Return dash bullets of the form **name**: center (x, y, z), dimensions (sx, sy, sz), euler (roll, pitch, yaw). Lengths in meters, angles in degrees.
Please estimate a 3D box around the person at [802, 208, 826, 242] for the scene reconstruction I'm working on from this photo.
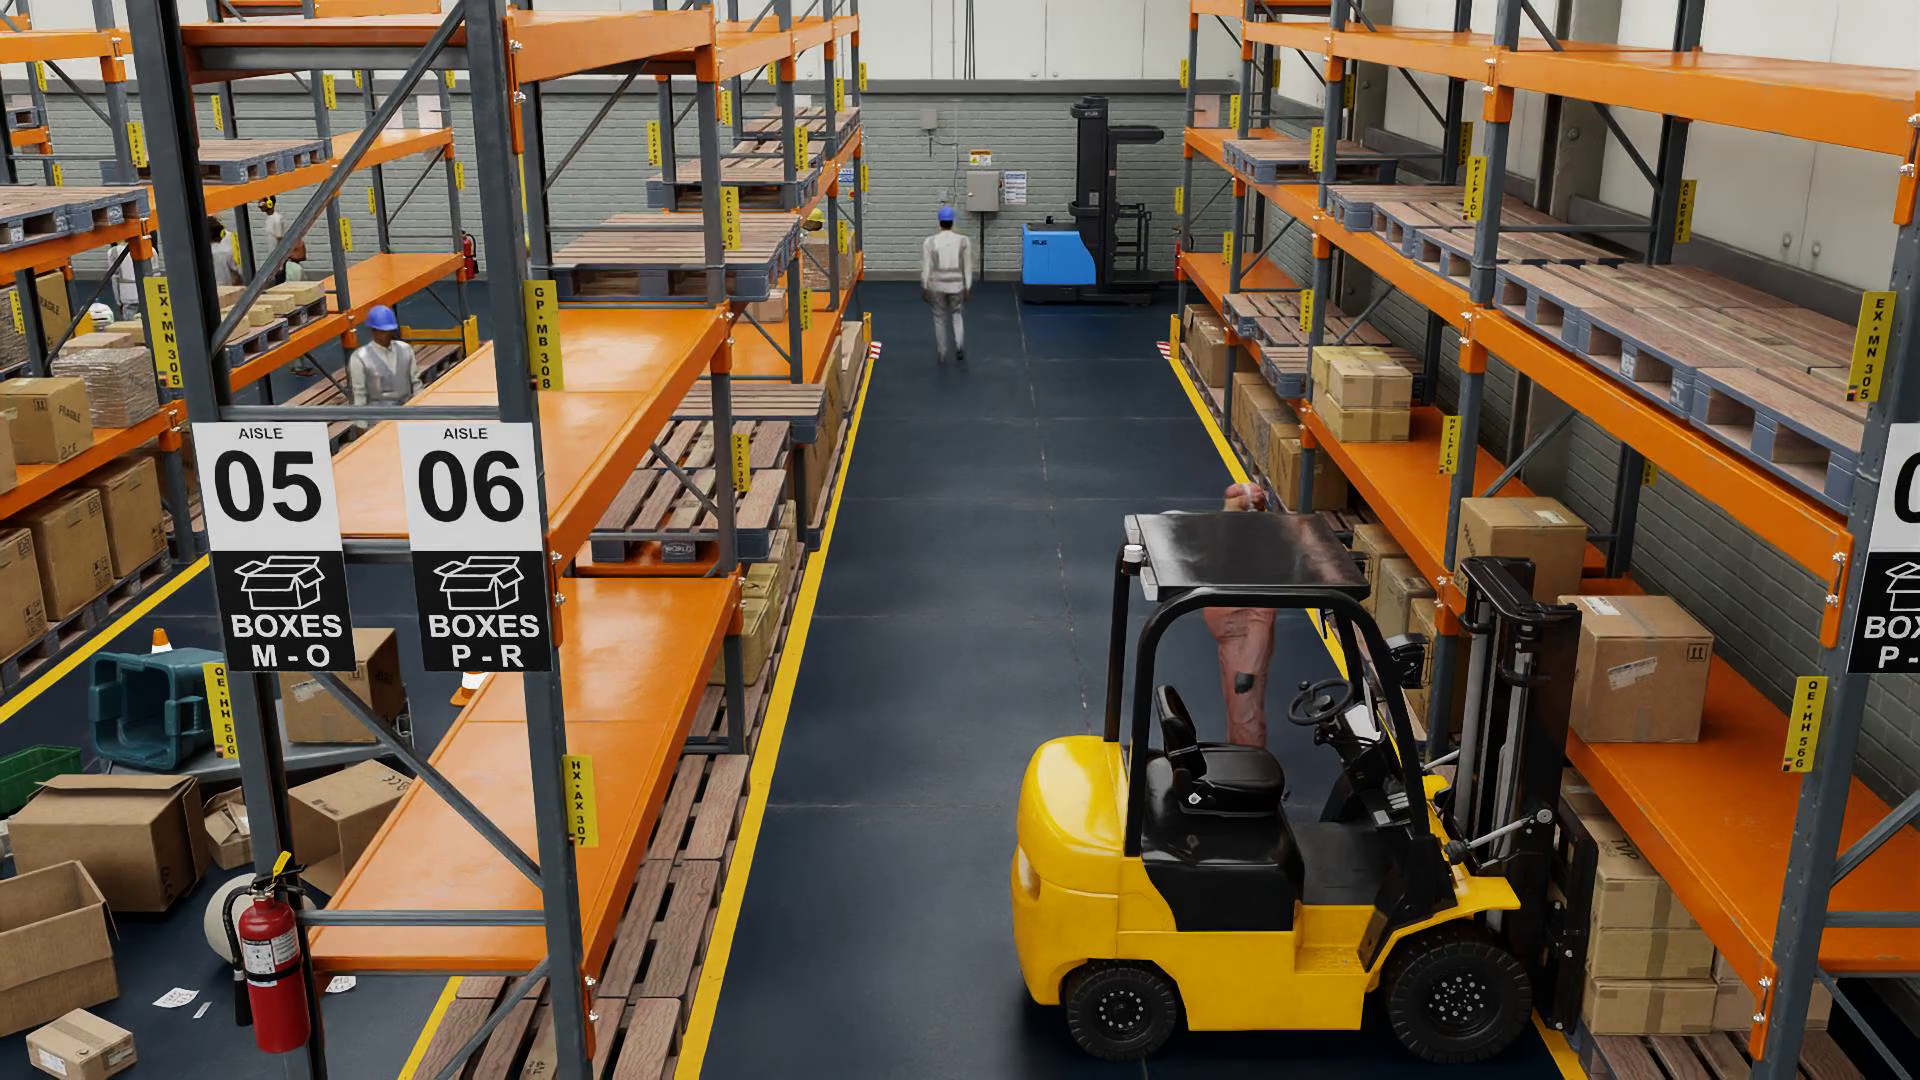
- **person**: center (-1.900, -3.472, 21.796), dimensions (0.321, 1.731, 0.490), euler (0, 18, -1)

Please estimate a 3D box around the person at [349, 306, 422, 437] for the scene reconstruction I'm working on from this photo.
- **person**: center (-4.793, -1.012, 14.057), dimensions (0.483, 1.939, 0.636), euler (13, 22, 35)

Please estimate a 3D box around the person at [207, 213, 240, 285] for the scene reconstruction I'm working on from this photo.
- **person**: center (-9.784, -3.490, 21.842), dimensions (0.433, 1.722, 0.600), euler (15, 24, 38)

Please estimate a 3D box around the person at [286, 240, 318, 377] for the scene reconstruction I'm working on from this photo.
- **person**: center (-7.886, -2.772, 19.854), dimensions (0.319, 1.622, 0.513), euler (-11, 21, -30)

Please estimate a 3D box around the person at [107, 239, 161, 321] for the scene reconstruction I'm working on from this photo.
- **person**: center (-9.688, -2.859, 19.635), dimensions (0.545, 1.931, 0.381), euler (-4, 19, -13)

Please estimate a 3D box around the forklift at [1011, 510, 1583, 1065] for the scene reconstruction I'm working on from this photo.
- **forklift**: center (1.387, 1.055, 7.378), dimensions (2.313, 2.155, 1.214), euler (0, 18, 0)

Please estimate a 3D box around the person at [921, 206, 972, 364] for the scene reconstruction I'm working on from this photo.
- **person**: center (-0.179, -3.123, 20.424), dimensions (0.610, 1.935, 0.437), euler (-4, 19, -13)

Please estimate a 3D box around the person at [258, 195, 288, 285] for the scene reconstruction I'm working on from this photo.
- **person**: center (-9.268, -3.808, 22.617), dimensions (0.340, 1.859, 0.503), euler (-13, 23, -35)

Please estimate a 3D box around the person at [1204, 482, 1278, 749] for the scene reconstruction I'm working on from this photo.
- **person**: center (1.550, 0.593, 9.231), dimensions (0.410, 1.906, 0.642), euler (0, 18, 0)

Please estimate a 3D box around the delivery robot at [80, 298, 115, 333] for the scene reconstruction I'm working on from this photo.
- **delivery robot**: center (-11.329, -2.928, 21.842), dimensions (0.477, 0.478, 0.707), euler (-11, 21, -30)

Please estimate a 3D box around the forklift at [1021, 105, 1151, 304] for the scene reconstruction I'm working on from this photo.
- **forklift**: center (1.857, -4.944, 24.441), dimensions (1.873, 2.768, 1.129), euler (0, 18, 0)
